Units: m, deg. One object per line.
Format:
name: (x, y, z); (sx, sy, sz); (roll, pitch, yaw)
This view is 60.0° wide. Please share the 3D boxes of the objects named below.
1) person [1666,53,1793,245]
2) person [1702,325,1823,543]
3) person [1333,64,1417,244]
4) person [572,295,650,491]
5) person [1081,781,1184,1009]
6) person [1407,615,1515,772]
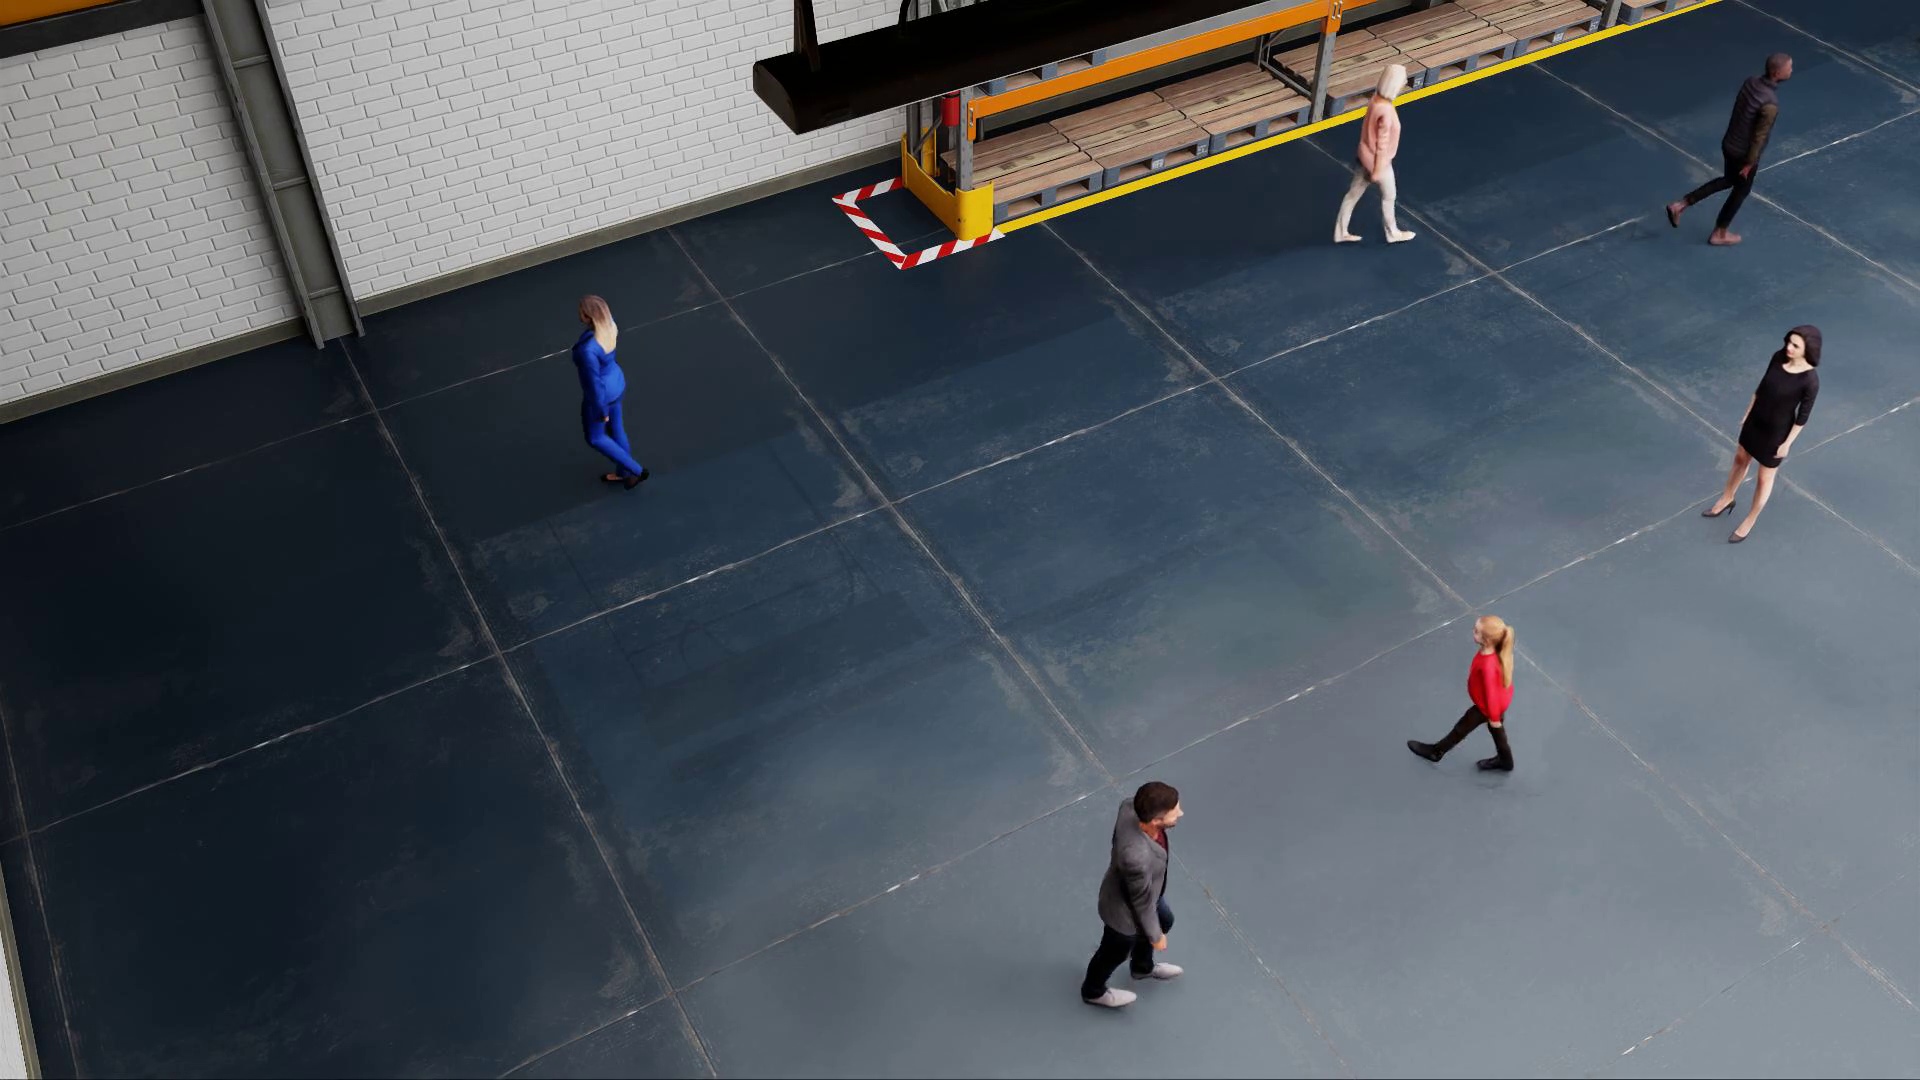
person: (6.616, -3.336, 14.258); (1.089, 1.820, 0.963); (0, 44, 0)
person: (5.617, -0.745, 11.548); (0.573, 1.804, 0.629); (-12, 45, -12)
person: (3.475, -3.275, 14.278); (1.034, 1.703, 0.842); (-4, 44, -5)
person: (-2.462, -1.030, 11.931); (0.856, 1.689, 0.796); (10, 44, 10)
person: (0.820, 1.885, 8.753); (0.970, 1.852, 0.907); (7, 44, 8)
person: (3.271, 1.003, 10.123); (0.888, 1.240, 0.876); (13, 45, 14)
